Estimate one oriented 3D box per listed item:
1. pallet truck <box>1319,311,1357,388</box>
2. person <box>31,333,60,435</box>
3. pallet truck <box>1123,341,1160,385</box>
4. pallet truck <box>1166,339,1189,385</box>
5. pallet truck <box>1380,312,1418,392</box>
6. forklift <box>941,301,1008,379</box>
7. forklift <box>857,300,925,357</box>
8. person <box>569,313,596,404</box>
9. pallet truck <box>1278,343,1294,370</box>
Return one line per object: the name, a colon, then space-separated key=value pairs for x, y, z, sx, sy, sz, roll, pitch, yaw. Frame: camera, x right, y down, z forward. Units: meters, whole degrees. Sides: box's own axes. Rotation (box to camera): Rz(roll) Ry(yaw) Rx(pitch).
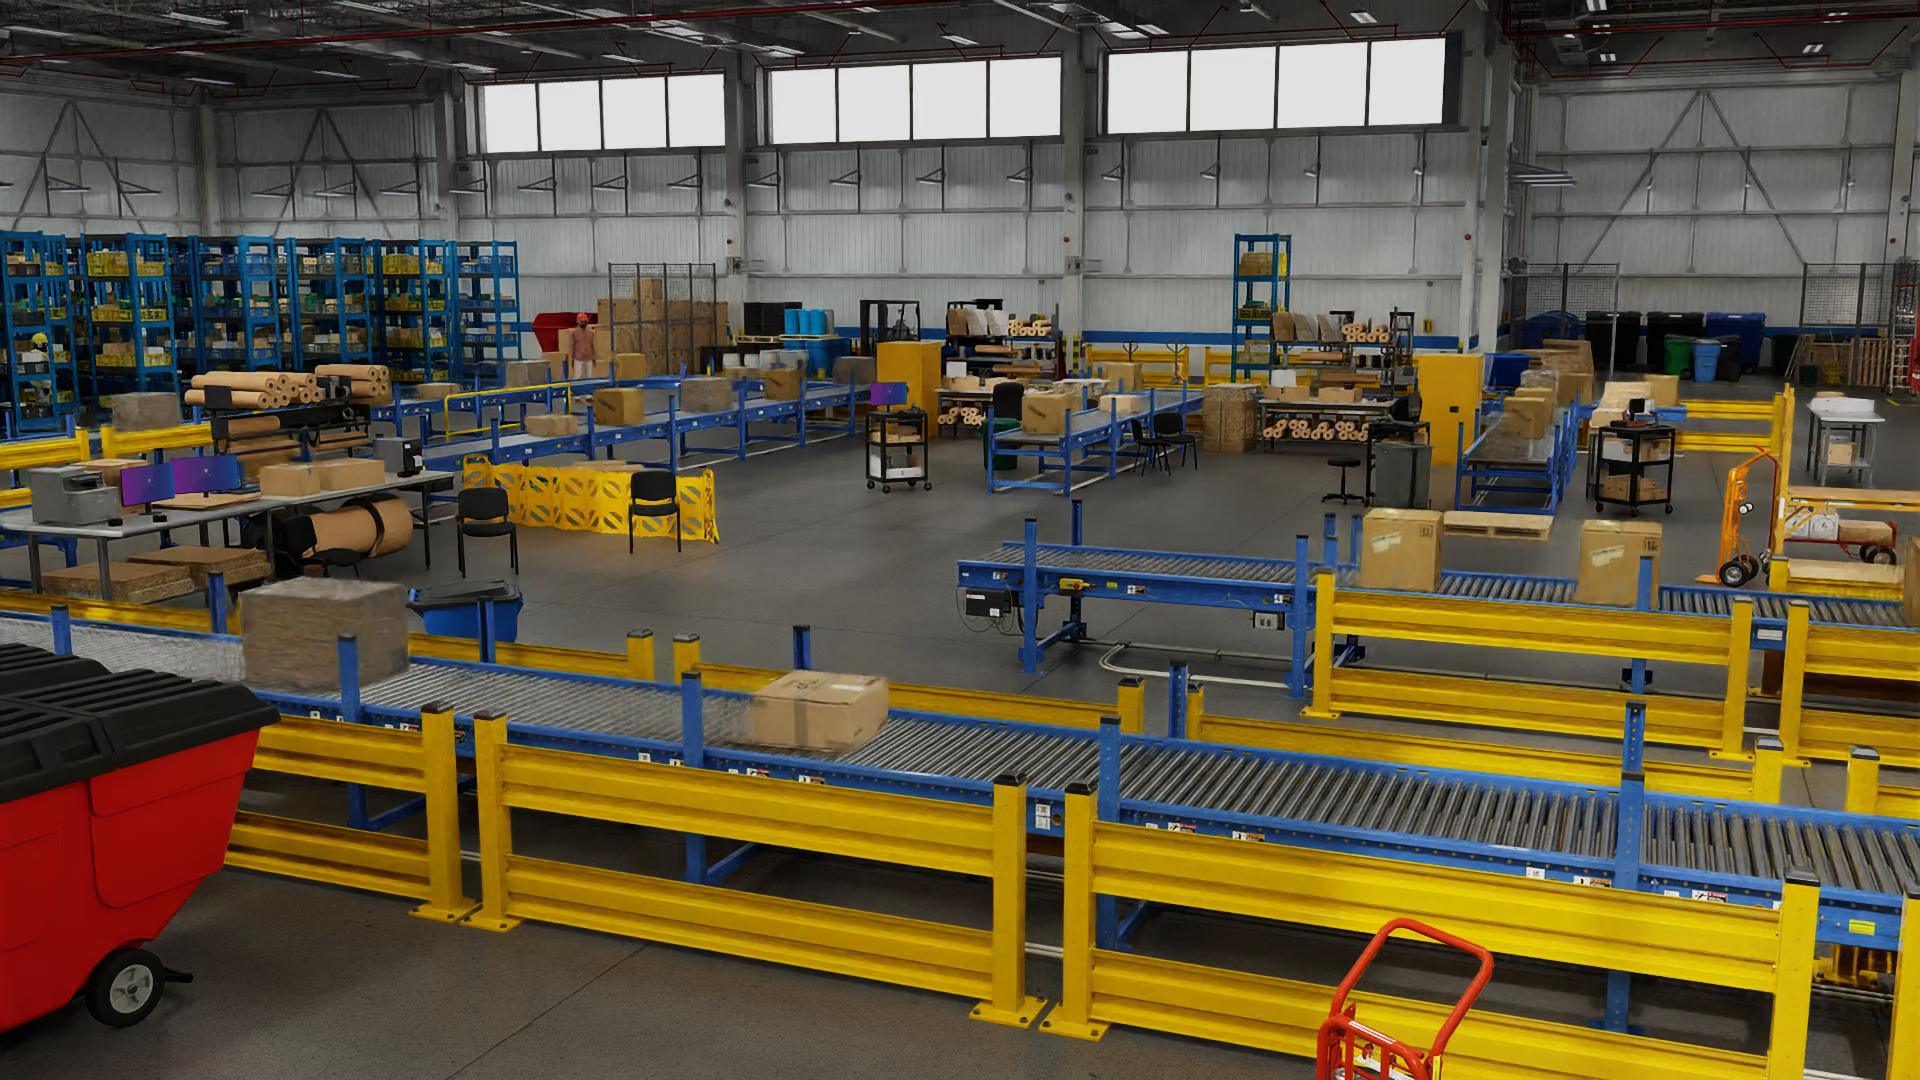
pallet truck: x=9.071 y=-4.419 z=39.190 sx=0.823 sy=1.965 sz=1.885 roll=5 pitch=10 yaw=26
person: x=-16.430 y=-2.788 z=29.809 sx=0.404 sy=1.833 sz=0.592 roll=-8 pitch=12 yaw=-39
pallet truck: x=4.445 y=-4.380 z=41.279 sx=0.680 sy=1.201 sz=1.601 roll=4 pitch=10 yaw=22
pallet truck: x=5.418 y=-4.269 z=40.420 sx=0.704 sy=1.261 sz=1.522 roll=3 pitch=10 yaw=20
pallet truck: x=10.207 y=-4.283 z=38.369 sx=0.823 sy=1.965 sz=1.885 roll=3 pitch=10 yaw=20
forklift: x=0.365 y=-4.966 z=41.571 sx=1.157 sy=1.987 sz=2.680 roll=3 pitch=10 yaw=20
forklift: x=-1.732 y=-5.109 z=42.468 sx=1.157 sy=1.987 sz=2.680 roll=4 pitch=10 yaw=22
person: x=-8.295 y=-3.993 z=36.615 sx=0.623 sy=1.993 sz=0.385 roll=-8 pitch=12 yaw=-40
pallet truck: x=7.886 y=-4.163 z=39.743 sx=0.653 sy=1.274 sz=1.630 roll=4 pitch=10 yaw=22
